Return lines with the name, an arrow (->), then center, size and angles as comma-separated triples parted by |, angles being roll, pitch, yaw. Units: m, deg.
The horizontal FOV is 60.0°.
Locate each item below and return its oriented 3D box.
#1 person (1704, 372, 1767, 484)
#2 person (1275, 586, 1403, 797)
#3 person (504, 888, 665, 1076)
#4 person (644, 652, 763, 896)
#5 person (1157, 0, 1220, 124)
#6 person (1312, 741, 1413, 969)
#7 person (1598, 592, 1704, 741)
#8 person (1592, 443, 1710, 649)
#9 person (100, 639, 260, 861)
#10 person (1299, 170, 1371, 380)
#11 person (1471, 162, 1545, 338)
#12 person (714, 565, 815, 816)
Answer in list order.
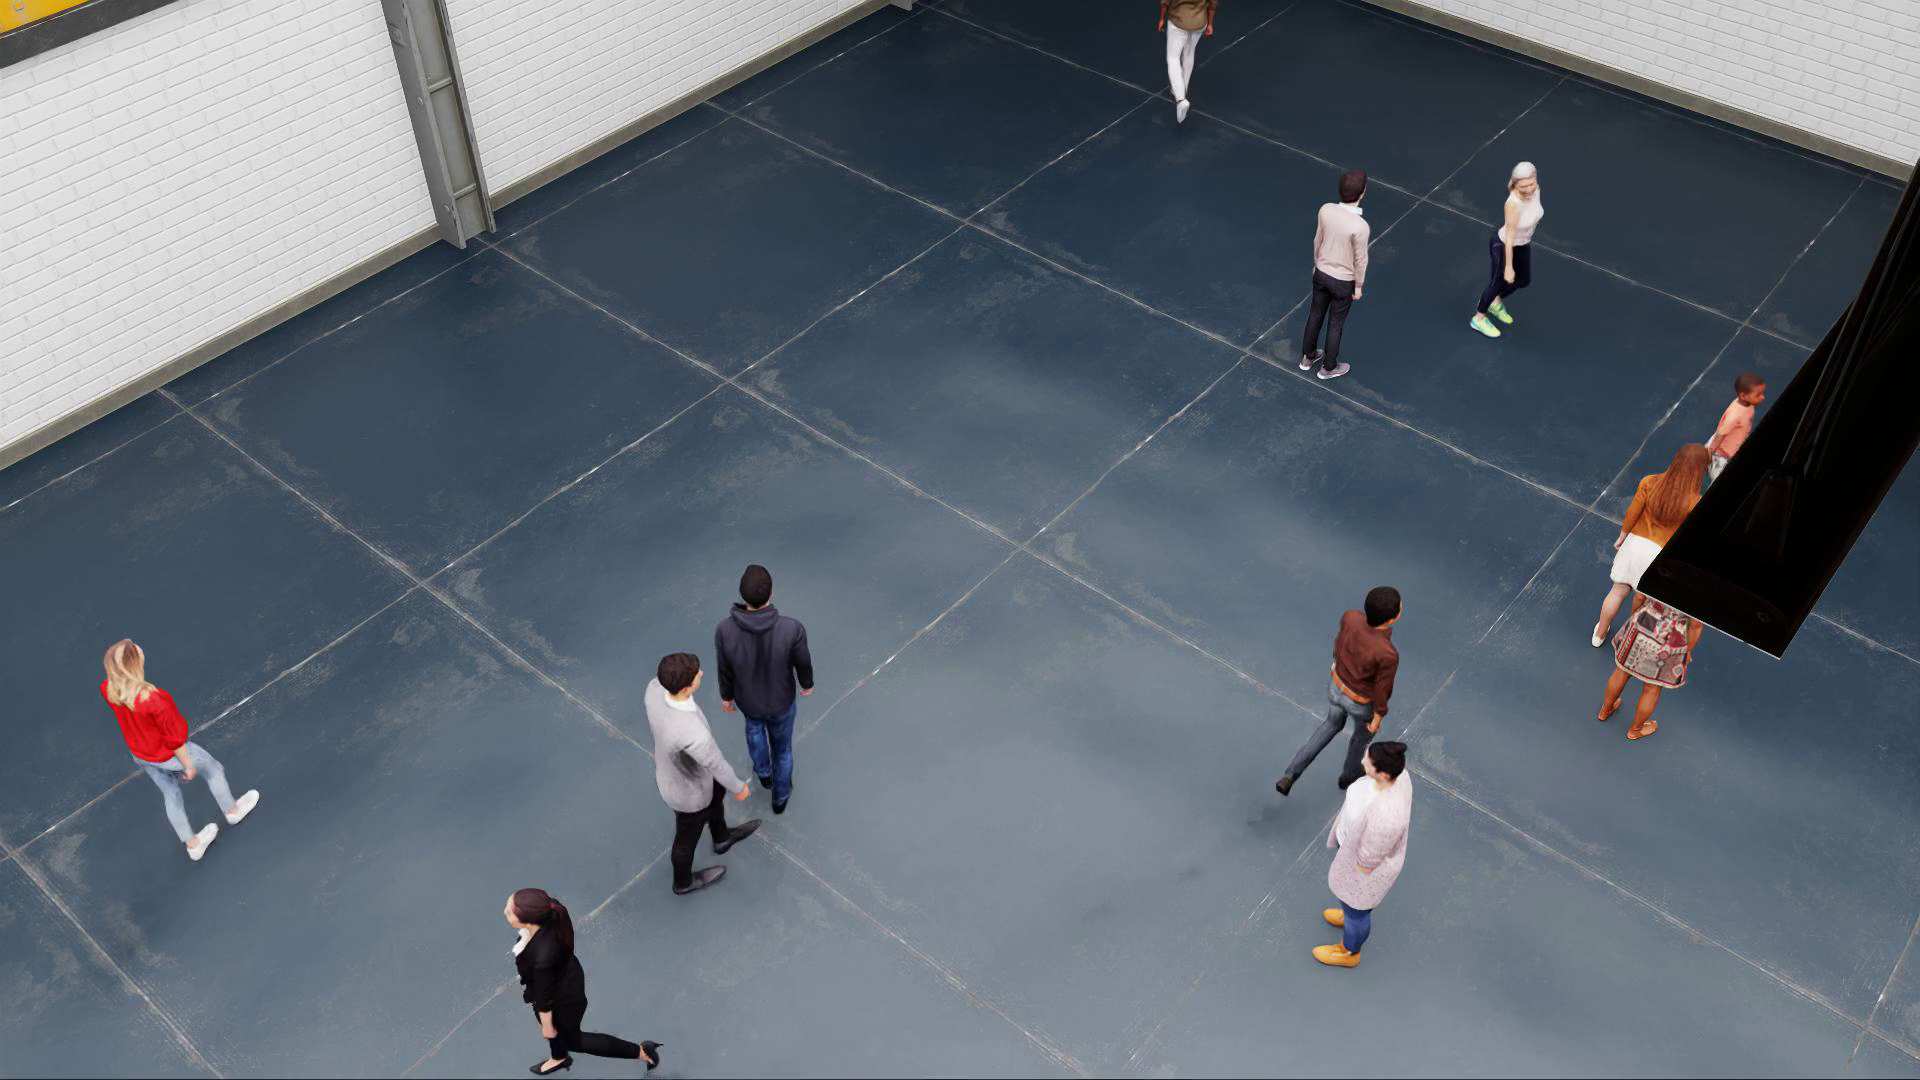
person -> 5.341, -0.676, 11.781 | 0.589, 1.282, 0.857 | 34, 53, 30
person -> 2.247, 0.937, 9.741 | 1.054, 1.761, 0.820 | -24, 49, -23
person -> -1.950, 2.292, 8.406 | 1.048, 1.638, 0.985 | -3, 44, -3
person -> -1.589, 1.359, 9.193 | 1.015, 1.905, 0.904 | -21, 47, -21
person -> 2.164, -4.886, 15.824 | 1.107, 1.801, 1.134 | -6, 44, -7
person -> 2.224, 1.675, 8.978 | 0.839, 1.744, 0.717 | 11, 45, 11
person -> 4.275, 0.584, 10.195 | 0.578, 1.645, 0.681 | -31, 52, -28
person -> 4.433, 0.083, 10.670 | 0.618, 1.716, 0.551 | 31, 52, 28
person -> -4.579, 1.252, 9.461 | 0.793, 1.691, 0.882 | 10, 45, 11
person -> 2.906, -2.048, 12.839 | 0.597, 1.809, 0.657 | -31, 51, -28
person -> 4.349, -2.305, 13.211 | 0.782, 1.667, 0.541 | 22, 48, 22
person -> -1.137, 0.962, 9.632 | 0.834, 1.874, 0.882 | 0, 44, 0
